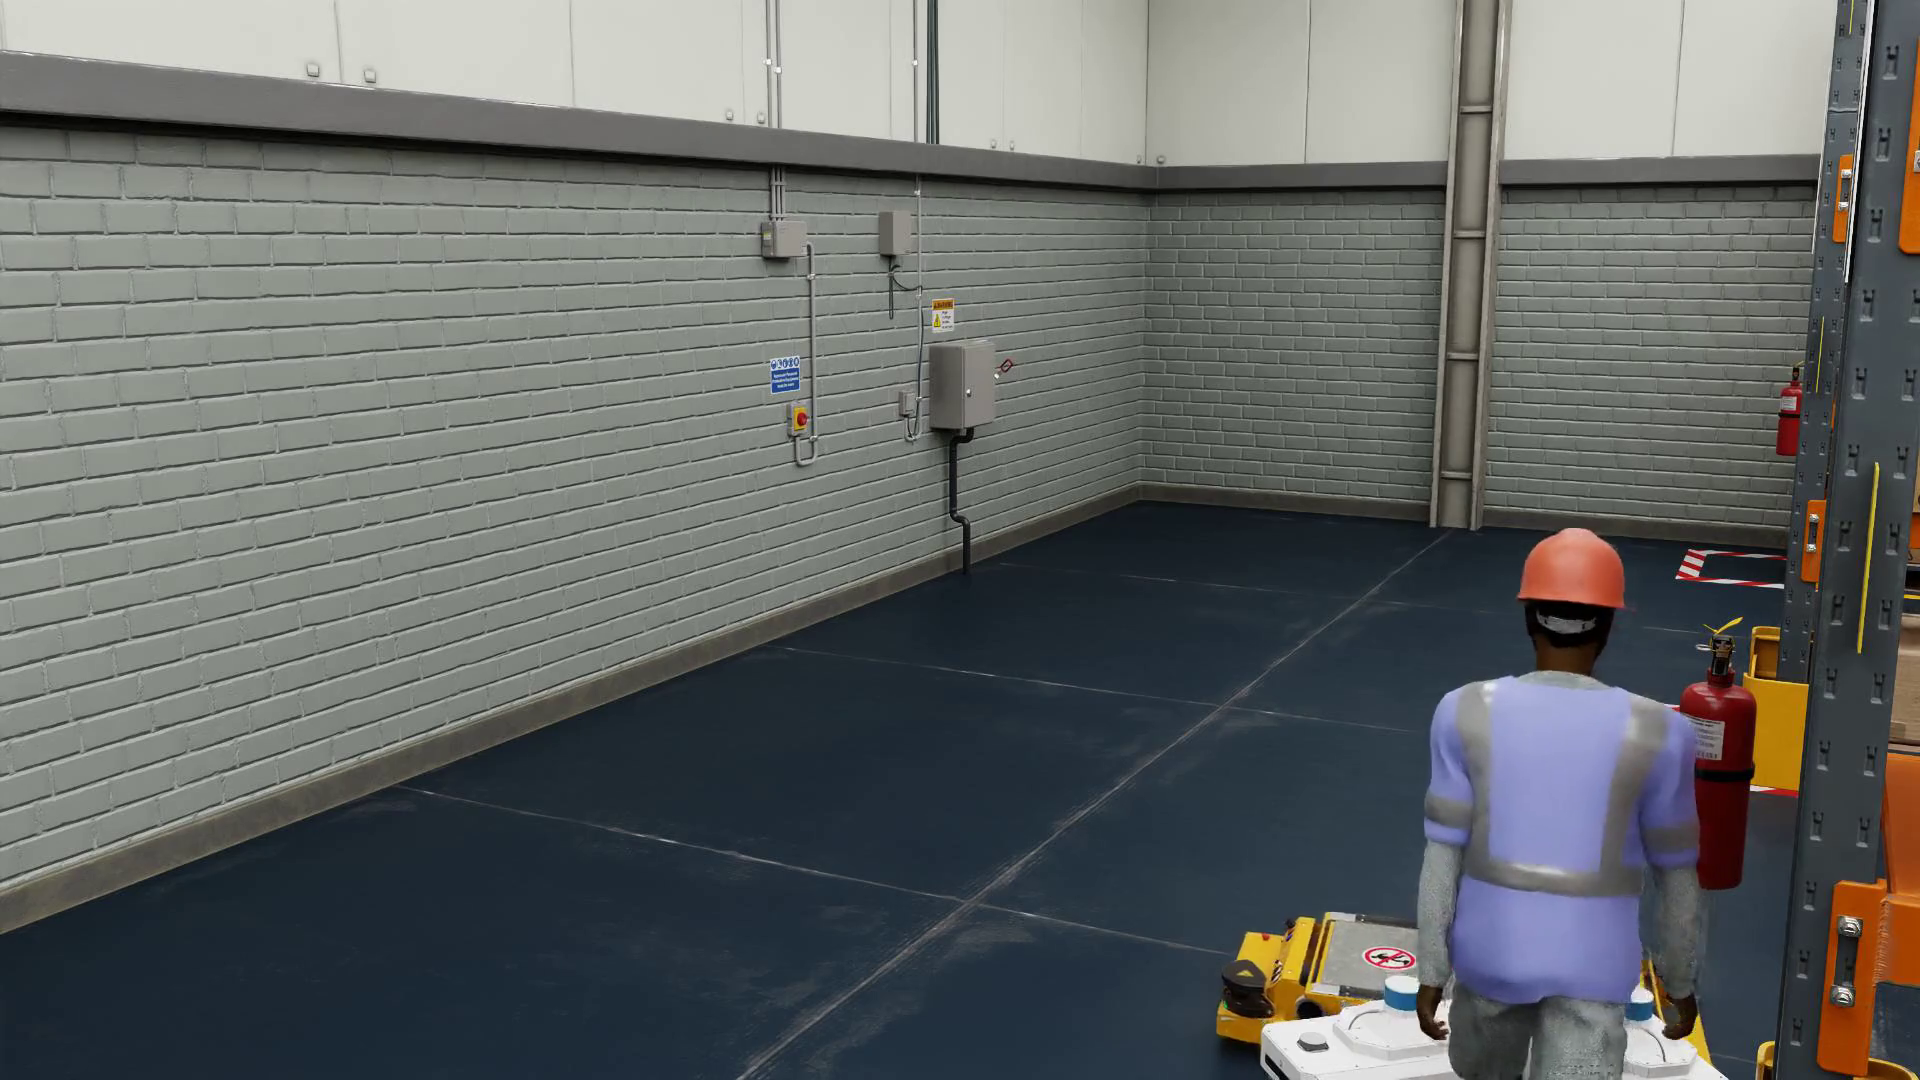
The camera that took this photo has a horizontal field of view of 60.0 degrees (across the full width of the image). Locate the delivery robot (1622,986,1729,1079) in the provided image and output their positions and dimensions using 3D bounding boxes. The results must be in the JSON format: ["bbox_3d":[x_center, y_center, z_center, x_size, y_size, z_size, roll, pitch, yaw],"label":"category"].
[{"bbox_3d":[1.745,1.410,4.351,0.477,0.478,0.707,-2,11,-10],"label":"delivery robot"}]

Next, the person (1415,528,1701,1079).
[{"bbox_3d":[1.326,0.920,3.687,0.594,1.874,0.955,5,11,23],"label":"person"}]

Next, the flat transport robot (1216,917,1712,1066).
[{"bbox_3d":[1.576,1.436,5.243,1.431,0.197,0.652,3,11,18],"label":"flat transport robot"}]

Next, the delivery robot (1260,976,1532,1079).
[{"bbox_3d":[1.166,1.400,4.408,0.707,0.478,0.477,-3,11,-14],"label":"delivery robot"}]
